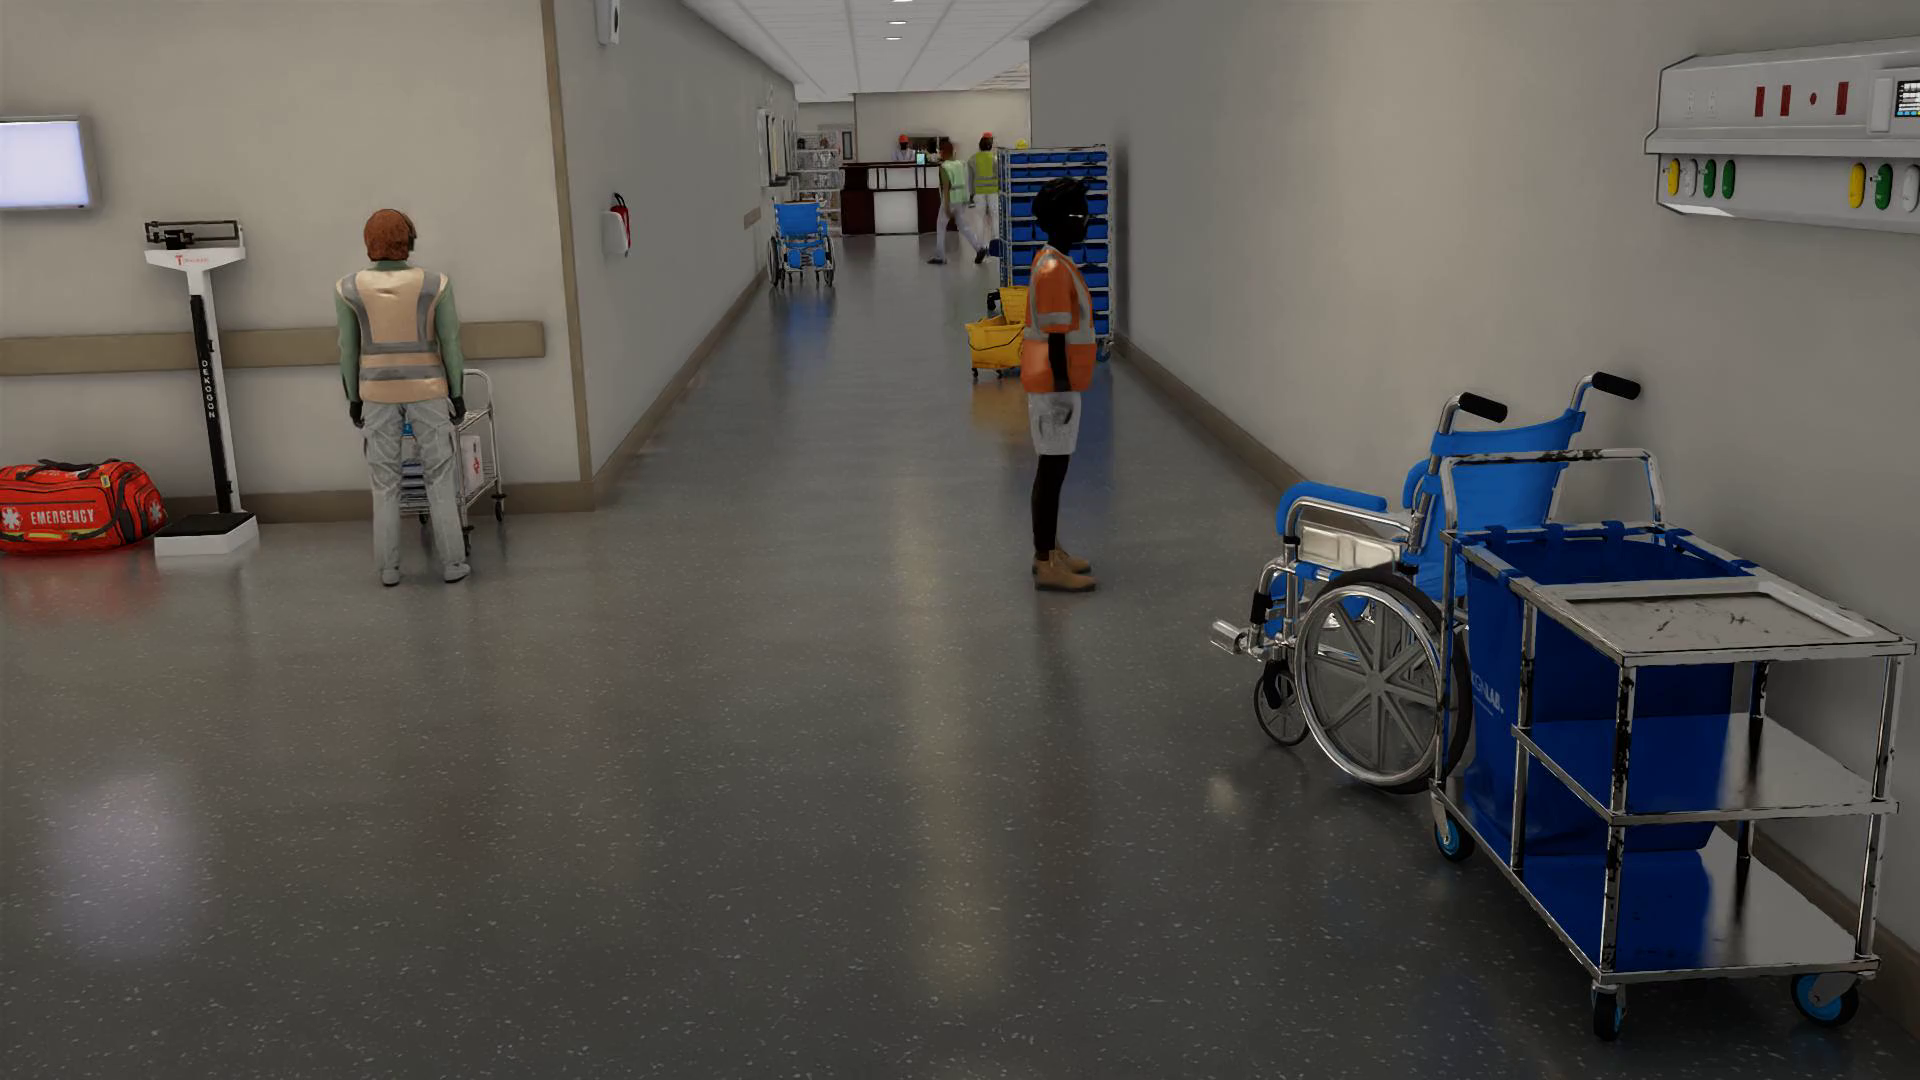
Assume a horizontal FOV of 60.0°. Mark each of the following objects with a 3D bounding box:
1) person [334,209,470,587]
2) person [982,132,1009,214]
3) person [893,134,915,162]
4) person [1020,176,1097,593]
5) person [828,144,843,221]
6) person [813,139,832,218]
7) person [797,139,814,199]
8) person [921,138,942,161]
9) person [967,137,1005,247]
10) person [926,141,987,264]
[{"bbox_3d":[-2.406,-0.604,7.211,0.517,1.632,0.314,-3,14,-7],"label":"person"},{"bbox_3d":[0.889,-8.750,39.650,0.918,1.948,0.670,1,14,12],"label":"person"},{"bbox_3d":[-1.353,-8.937,40.713,0.545,1.931,0.380,-2,14,0],"label":"person"},{"bbox_3d":[0.410,-0.639,6.879,0.317,1.695,0.540,-1,14,4],"label":"person"},{"bbox_3d":[-2.852,-8.224,38.318,0.330,1.751,0.564,-5,14,-13],"label":"person"},{"bbox_3d":[-3.269,-8.771,40.349,0.576,1.881,0.354,-9,16,-28],"label":"person"},{"bbox_3d":[-4.171,-9.801,44.602,0.636,1.927,0.781,-15,19,-43],"label":"person"},{"bbox_3d":[-0.620,-8.206,37.823,0.626,1.837,0.429,-10,16,-32],"label":"person"},{"bbox_3d":[0.453,-5.805,27.819,0.621,1.838,0.429,0,14,8],"label":"person"},{"bbox_3d":[-0.055,-4.975,24.546,0.933,1.810,0.575,7,16,32],"label":"person"}]
